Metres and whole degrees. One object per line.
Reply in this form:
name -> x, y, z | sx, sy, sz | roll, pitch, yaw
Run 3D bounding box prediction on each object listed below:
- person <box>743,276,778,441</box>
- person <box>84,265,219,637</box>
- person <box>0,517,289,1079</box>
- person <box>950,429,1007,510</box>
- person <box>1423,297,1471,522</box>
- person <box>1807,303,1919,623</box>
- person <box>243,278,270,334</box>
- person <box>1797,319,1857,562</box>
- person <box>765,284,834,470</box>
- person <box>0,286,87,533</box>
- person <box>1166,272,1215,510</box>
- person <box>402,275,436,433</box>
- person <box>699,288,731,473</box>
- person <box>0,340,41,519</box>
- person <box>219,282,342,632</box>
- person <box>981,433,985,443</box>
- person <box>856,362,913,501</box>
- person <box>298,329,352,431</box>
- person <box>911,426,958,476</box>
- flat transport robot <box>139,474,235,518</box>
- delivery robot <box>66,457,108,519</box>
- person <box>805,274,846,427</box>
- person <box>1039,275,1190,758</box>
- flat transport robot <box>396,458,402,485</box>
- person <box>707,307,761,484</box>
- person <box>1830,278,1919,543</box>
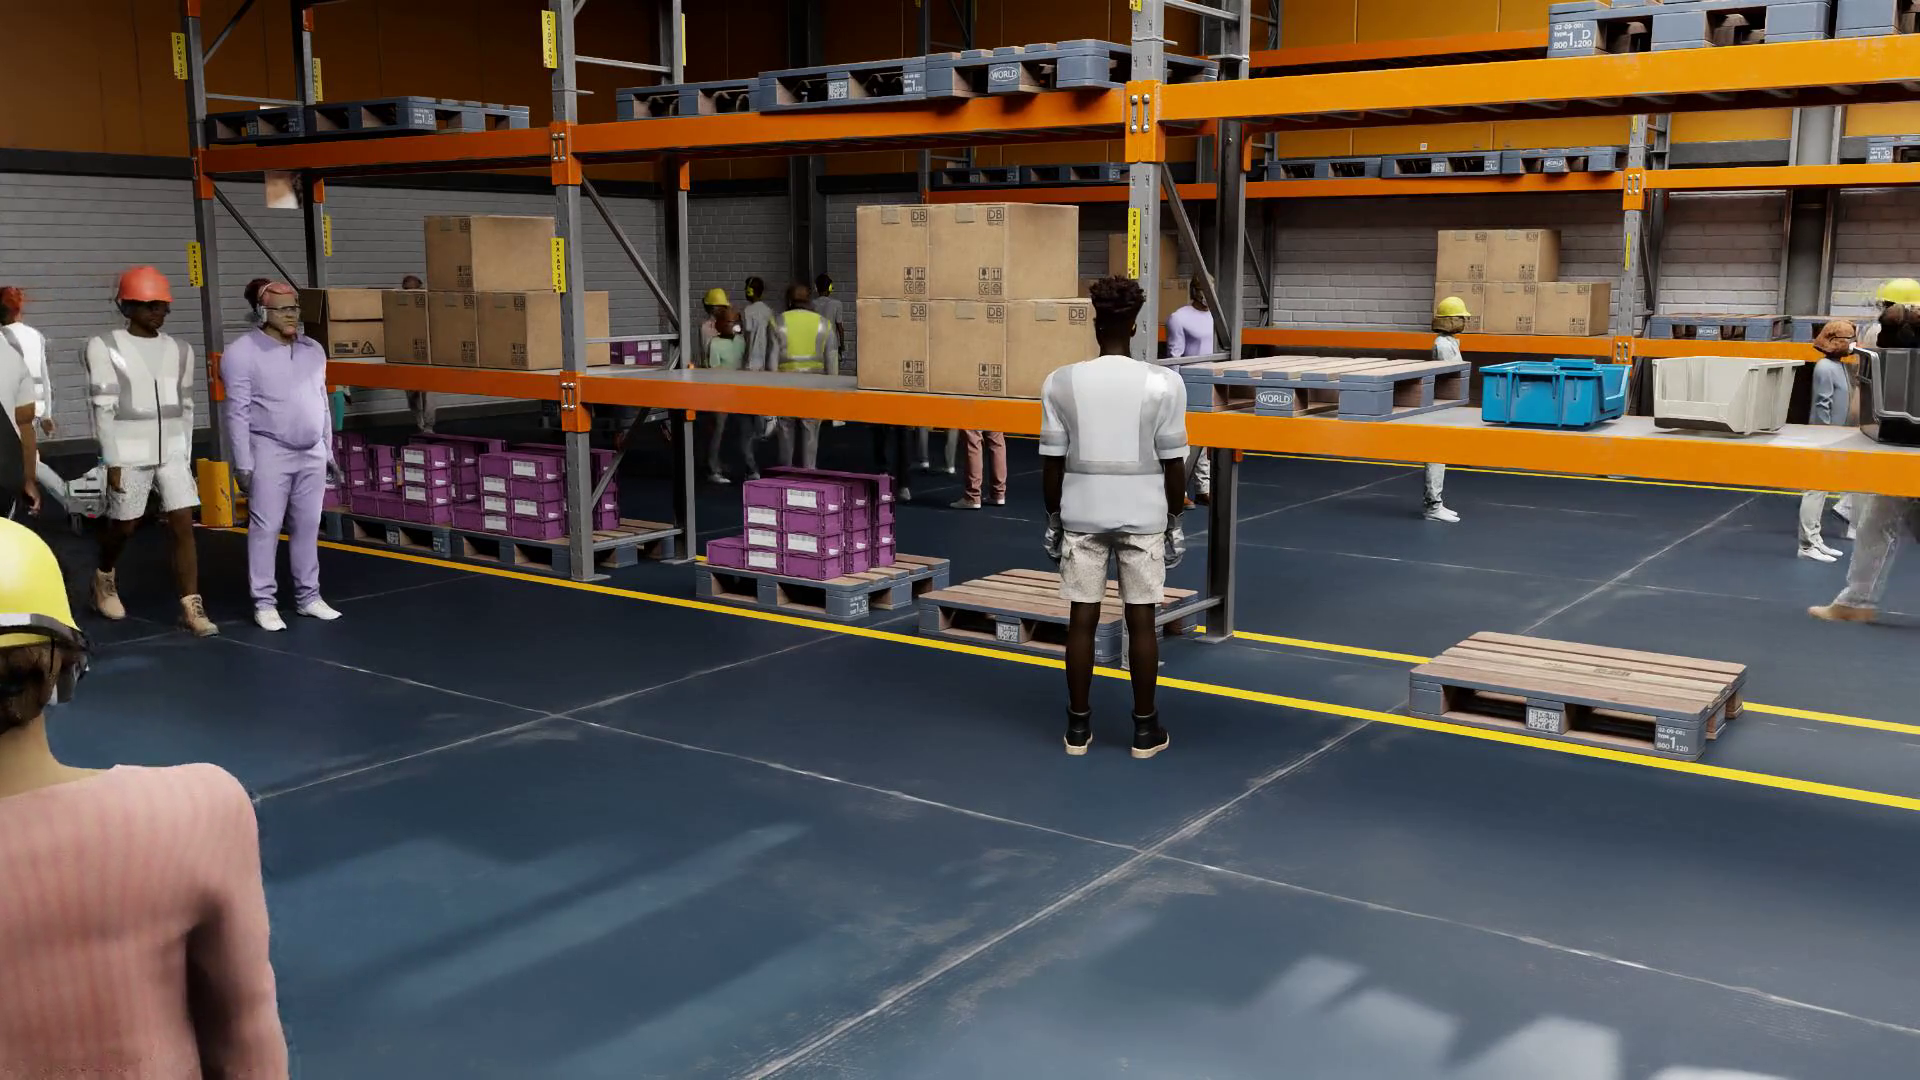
person -> -2.245, -2.004, 18.534 | 0.477, 1.852, 0.542 | 5, 11, 27
person -> -4.475, -0.492, 9.099 | 1.004, 2.012, 0.603 | 8, 12, 38
person -> -1.033, 0.832, 1.924 | 0.545, 1.753, 0.442 | -8, 12, -40
person -> 0.139, -1.197, 13.569 | 0.652, 1.906, 0.402 | -8, 13, -41
person -> 3.807, -1.023, 13.012 | 0.296, 1.745, 0.485 | 3, 10, 15
person -> 5.306, -0.402, 9.168 | 0.927, 1.804, 0.634 | 5, 11, 26
person -> -6.434, -1.504, 15.514 | 0.650, 1.869, 0.434 | 8, 12, 38
person -> 5.882, -0.675, 11.268 | 0.277, 1.633, 0.507 | 7, 12, 35
person -> -1.470, -1.395, 15.036 | 0.649, 1.804, 0.822 | -3, 10, -16
person -> -6.924, -0.955, 12.332 | 0.913, 1.846, 0.576 | 0, 10, -2
person -> 1.954, -1.218, 13.592 | 0.636, 1.938, 0.355 | -6, 11, -31
person -> -6.259, -2.136, 19.280 | 0.683, 1.873, 0.781 | -1, 10, -5
person -> -2.364, -1.514, 15.968 | 0.398, 1.777, 0.551 | 2, 10, 13
person -> -4.773, -0.285, 7.739 | 0.886, 2.000, 0.711 | 4, 10, 22
person -> -3.714, -0.462, 9.190 | 0.403, 1.906, 0.651 | 6, 11, 31
person -> 0.172, -1.896, 18.367 | 0.318, 1.693, 0.532 | 6, 11, 30
person -> -0.604, -1.319, 14.403 | 0.604, 1.880, 0.975 | -1, 10, -7
person -> -5.565, -1.302, 14.611 | 0.312, 1.768, 0.522 | 5, 11, 26
person -> -0.250, -1.574, 15.817 | 0.594, 1.899, 0.725 | -6, 11, -30
flat transport robot -> -6.257, -0.374, 13.529 | 0.652, 0.197, 1.431 | 8, 13, 41
delivery robot -> -6.387, -0.384, 12.463 | 0.477, 0.478, 0.707 | -1, 10, -4
person -> -1.651, -2.312, 20.336 | 0.521, 1.865, 0.328 | 1, 10, 6
person -> 0.627, -0.086, 6.770 | 0.607, 1.966, 0.366 | 2, 10, 13
flat transport robot -> -5.336, -0.553, 14.590 | 0.652, 0.197, 1.431 | 8, 13, 41
person -> -2.020, -1.281, 14.936 | 0.745, 1.600, 0.531 | 6, 12, 34
person -> 6.605, -0.910, 11.886 | 0.419, 1.901, 0.590 | 5, 11, 29
